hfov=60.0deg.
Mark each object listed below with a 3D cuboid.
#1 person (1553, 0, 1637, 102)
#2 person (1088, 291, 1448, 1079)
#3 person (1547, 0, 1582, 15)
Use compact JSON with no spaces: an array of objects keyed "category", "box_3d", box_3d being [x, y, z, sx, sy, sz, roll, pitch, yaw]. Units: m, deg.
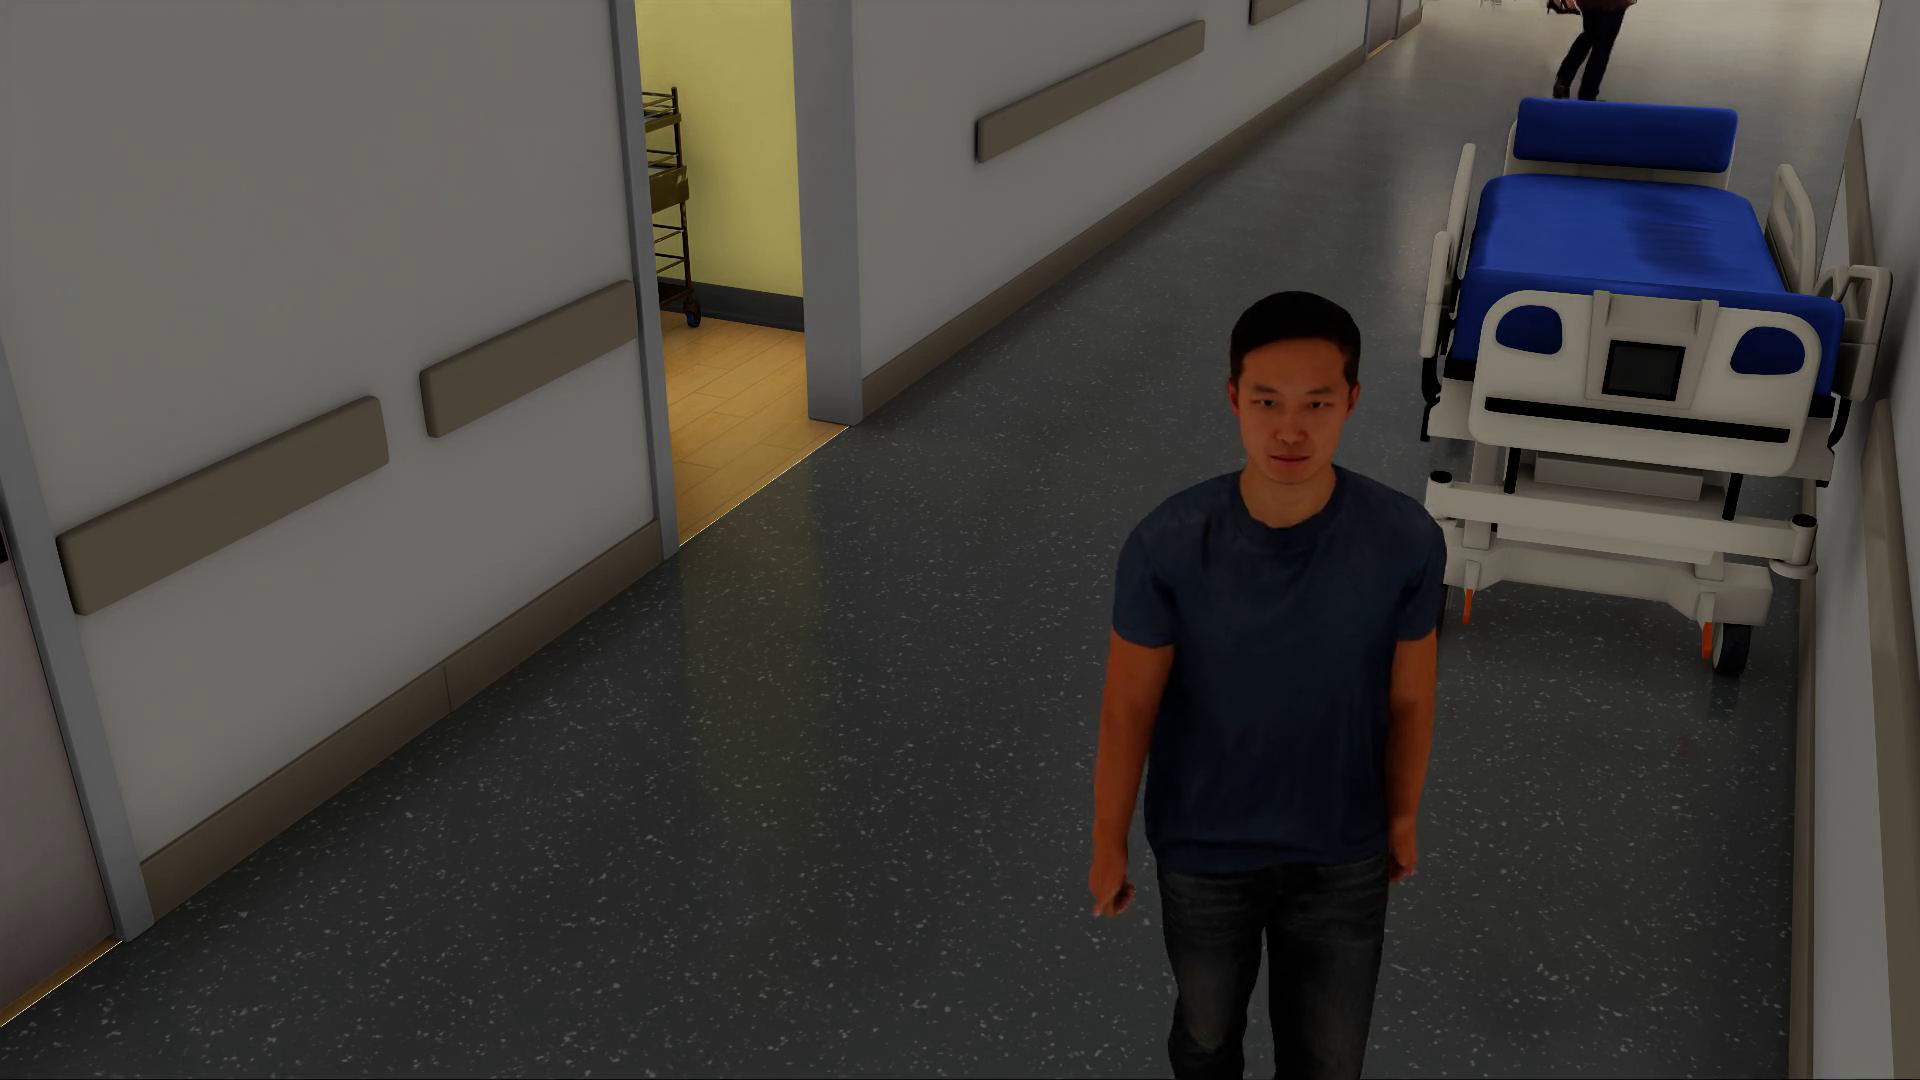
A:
[{"category":"person","box_3d":[4.500,-3.921,11.750,0.968,1.837,0.877,-17,30,-31]},{"category":"person","box_3d":[0.501,0.435,2.764,0.713,1.797,0.839,3,26,6]},{"category":"person","box_3d":[5.935,-6.025,16.230,0.627,1.736,0.625,16,30,30]}]
